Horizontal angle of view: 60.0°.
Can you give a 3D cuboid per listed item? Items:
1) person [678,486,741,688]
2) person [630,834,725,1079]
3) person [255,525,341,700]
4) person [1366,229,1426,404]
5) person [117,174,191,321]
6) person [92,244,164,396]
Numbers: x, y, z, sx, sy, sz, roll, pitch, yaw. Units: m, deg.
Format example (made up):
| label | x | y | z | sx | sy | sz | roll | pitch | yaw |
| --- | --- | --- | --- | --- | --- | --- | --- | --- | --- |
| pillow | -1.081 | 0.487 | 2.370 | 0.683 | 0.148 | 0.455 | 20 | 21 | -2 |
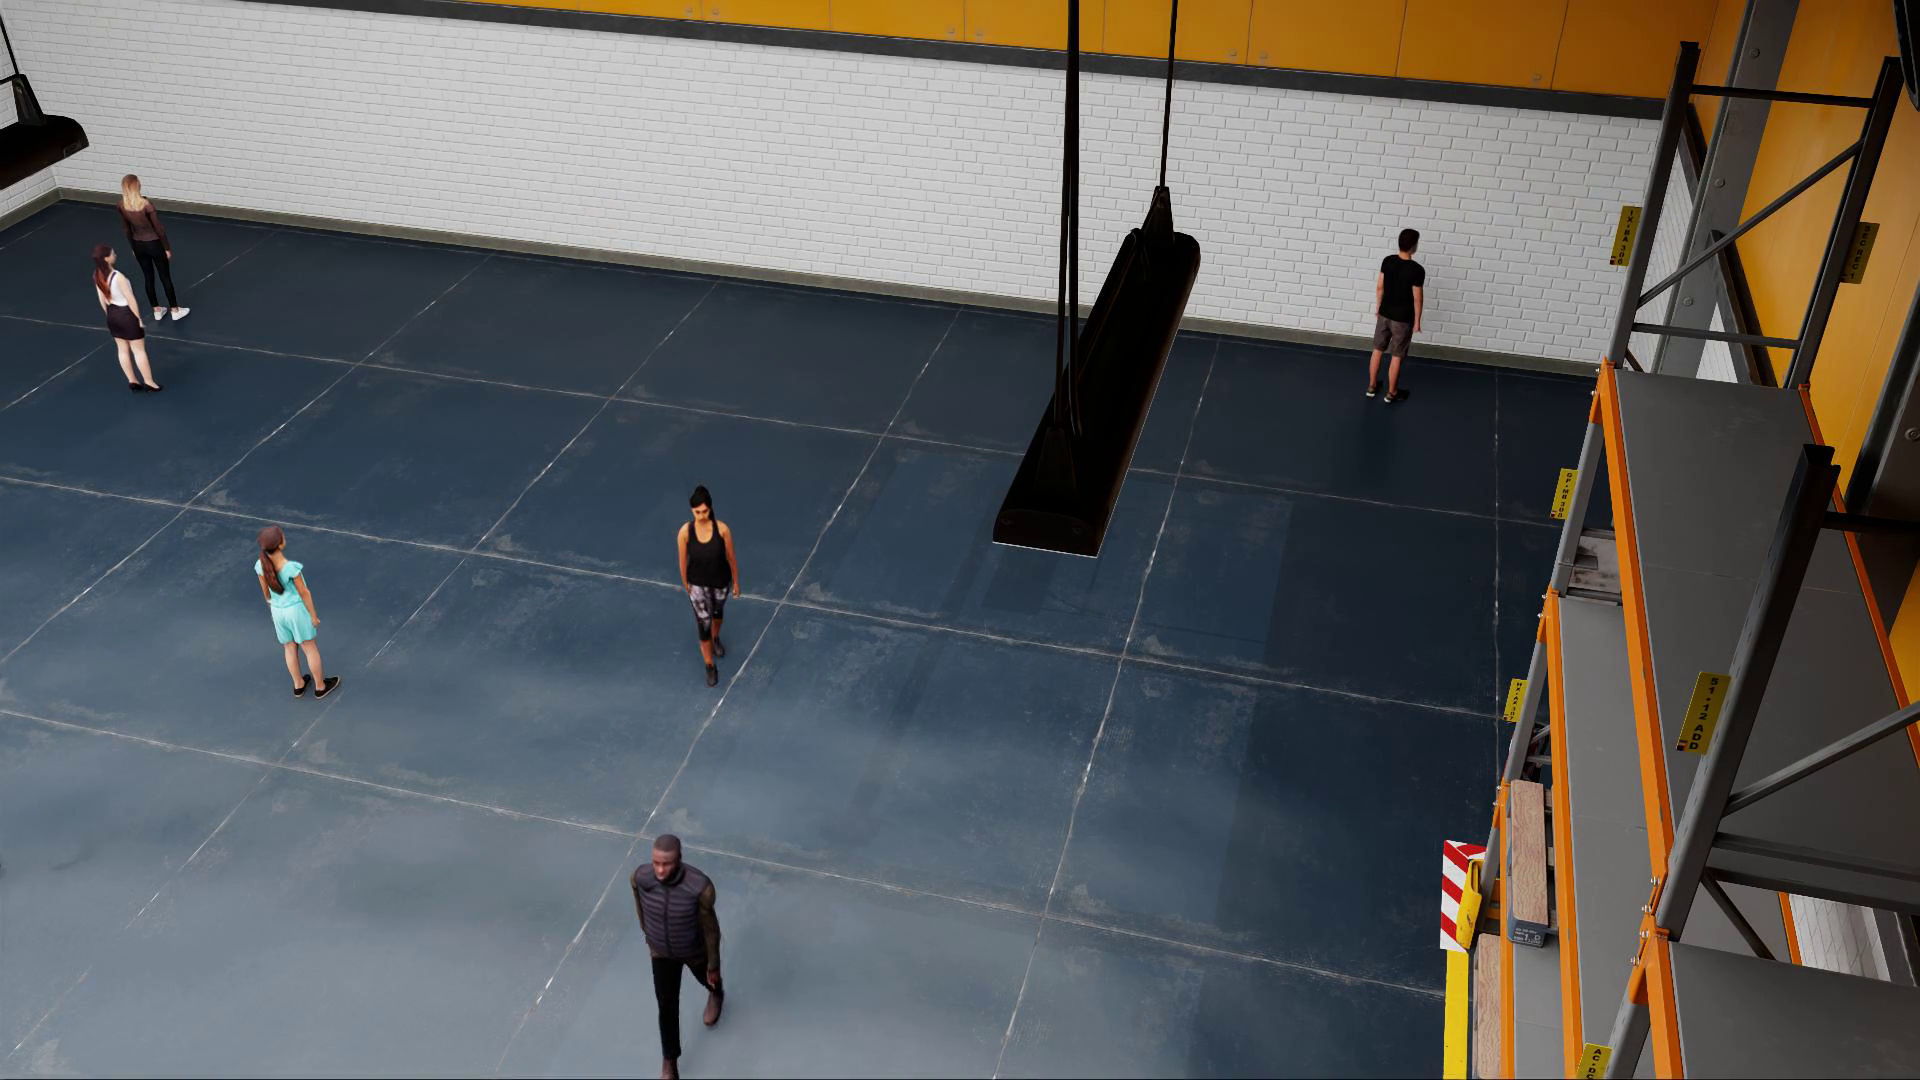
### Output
| label | x | y | z | sx | sy | sz | roll | pitch | yaw |
| --- | --- | --- | --- | --- | --- | --- | --- | --- | --- |
| person | -2.020 | 0.272 | 13.364 | 0.881 | 1.637 | 1.016 | -11 | 35 | -16 |
| person | -1.635 | 2.401 | 10.025 | 0.750 | 1.788 | 1.179 | 6 | 34 | 10 |
| person | -5.231 | 0.558 | 13.005 | 0.561 | 1.558 | 0.537 | 5 | 34 | 8 |
| person | 4.460 | -2.310 | 17.046 | 0.767 | 1.861 | 0.752 | 28 | 43 | 36 |
| person | -9.094 | -3.275 | 18.640 | 0.631 | 1.705 | 0.547 | 4 | 34 | 6 |
| person | -8.650 | -2.275 | 17.186 | 0.538 | 1.648 | 0.496 | 8 | 34 | 12 |
